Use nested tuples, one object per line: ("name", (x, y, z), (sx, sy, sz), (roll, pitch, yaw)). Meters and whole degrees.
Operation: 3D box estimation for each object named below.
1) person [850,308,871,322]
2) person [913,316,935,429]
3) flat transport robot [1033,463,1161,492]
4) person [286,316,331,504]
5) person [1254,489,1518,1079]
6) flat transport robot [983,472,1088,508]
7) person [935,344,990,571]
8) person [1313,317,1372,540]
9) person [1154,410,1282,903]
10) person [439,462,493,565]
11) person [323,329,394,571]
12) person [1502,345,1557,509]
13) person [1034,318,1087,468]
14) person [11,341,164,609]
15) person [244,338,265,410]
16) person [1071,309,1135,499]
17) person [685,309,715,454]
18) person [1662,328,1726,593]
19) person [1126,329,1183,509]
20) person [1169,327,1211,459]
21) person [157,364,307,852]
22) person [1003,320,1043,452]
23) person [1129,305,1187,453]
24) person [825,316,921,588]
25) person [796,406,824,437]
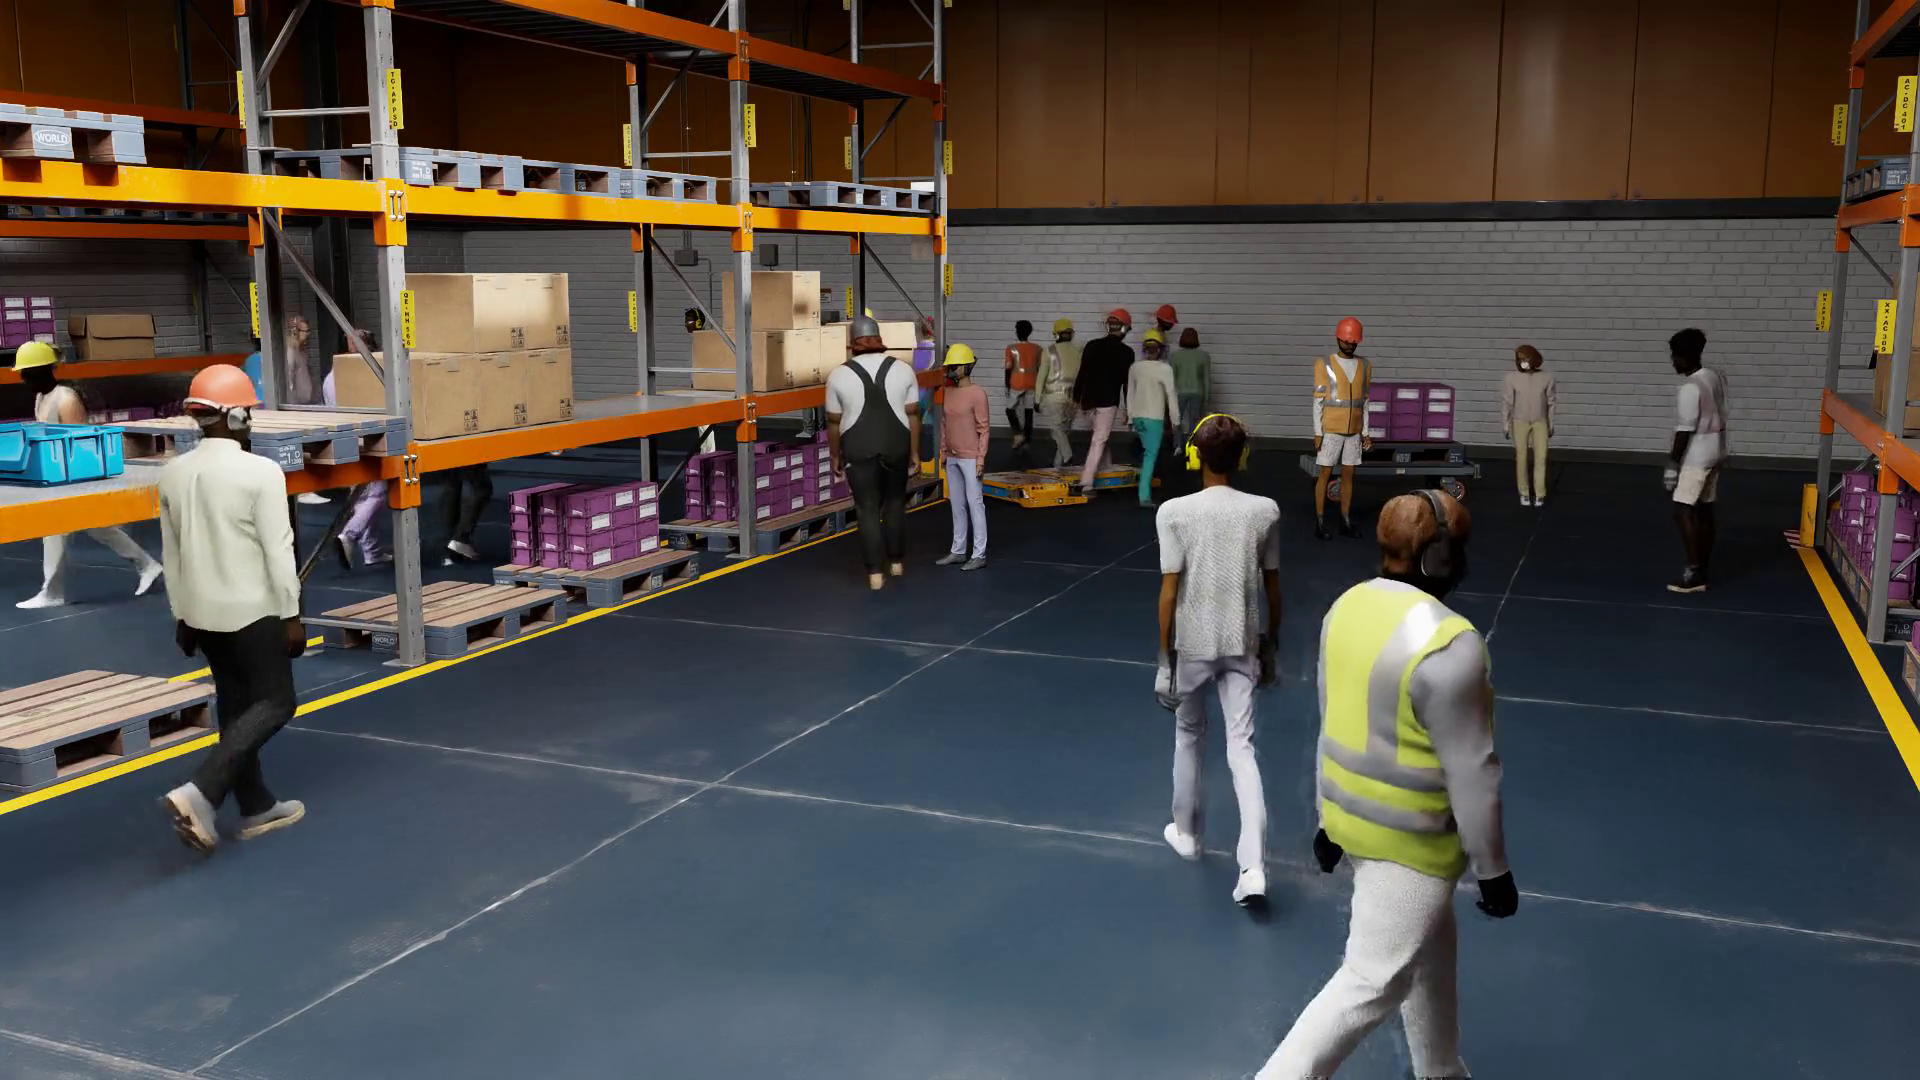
("person", (-1.131, -1.764, 19.394), (0.419, 1.881, 0.628), (-2, 10, -10))
("person", (-0.408, -1.626, 18.848), (0.922, 1.809, 0.571), (-7, 12, -37))
("flat transport robot", (1.353, -0.648, 17.518), (1.431, 0.197, 0.652), (-6, 11, -30))
("person", (-6.717, -1.281, 16.492), (0.739, 1.881, 0.655), (-3, 10, -17))
("person", (1.093, 0.765, 4.335), (0.903, 1.809, 0.626), (-2, 10, -10))
("flat transport robot", (0.610, -0.523, 16.758), (0.652, 0.197, 1.431), (-6, 11, -31))
("person", (0.012, -0.642, 12.965), (0.325, 1.767, 0.533), (-7, 12, -36))
("person", (3.321, -0.961, 14.407), (0.542, 1.928, 0.374), (-3, 10, -15))
("person", (0.998, 0.426, 6.327), (0.540, 1.831, 0.964), (-1, 9, -6))
("person", (-3.988, -0.745, 13.179), (0.613, 1.896, 0.460), (5, 11, 27))
("person", (-4.683, -0.687, 12.912), (0.644, 1.882, 0.746), (4, 10, 23))
("person", (5.543, -1.090, 16.188), (0.512, 1.587, 0.797), (2, 10, 13))
("person", (1.179, -1.572, 18.549), (0.633, 1.795, 0.826), (-4, 10, -24))
("person", (-6.121, -0.472, 11.659), (0.950, 1.870, 0.595), (-7, 12, -35))
("person", (-7.914, -1.596, 19.072), (0.549, 1.642, 0.858), (4, 10, 25))
("person", (1.522, -1.388, 17.028), (0.676, 1.913, 1.001), (9, 13, 44))
("person", (-3.065, -1.783, 19.602), (0.316, 1.861, 0.514), (-4, 10, -23))
("person", (5.404, -0.589, 12.193), (0.369, 1.926, 0.727), (9, 13, 43))
("person", (1.905, -1.174, 16.239), (0.477, 1.749, 0.584), (-8, 12, -38))
("person", (2.782, -1.764, 20.185), (0.520, 1.627, 0.342), (1, 9, 8))
("person", (-2.963, 0.287, 6.694), (0.627, 1.980, 0.672), (4, 10, 22))
("person", (0.804, -1.943, 21.082), (0.553, 1.690, 0.371), (-3, 10, -19))
("person", (2.532, -2.031, 21.056), (0.845, 1.873, 0.590), (0, 9, -1))
("person", (-0.668, -0.693, 12.441), (0.699, 2.000, 0.878), (-2, 10, -10))
("person", (-2.108, -2.288, 23.008), (0.322, 1.743, 0.489), (7, 12, 38))
